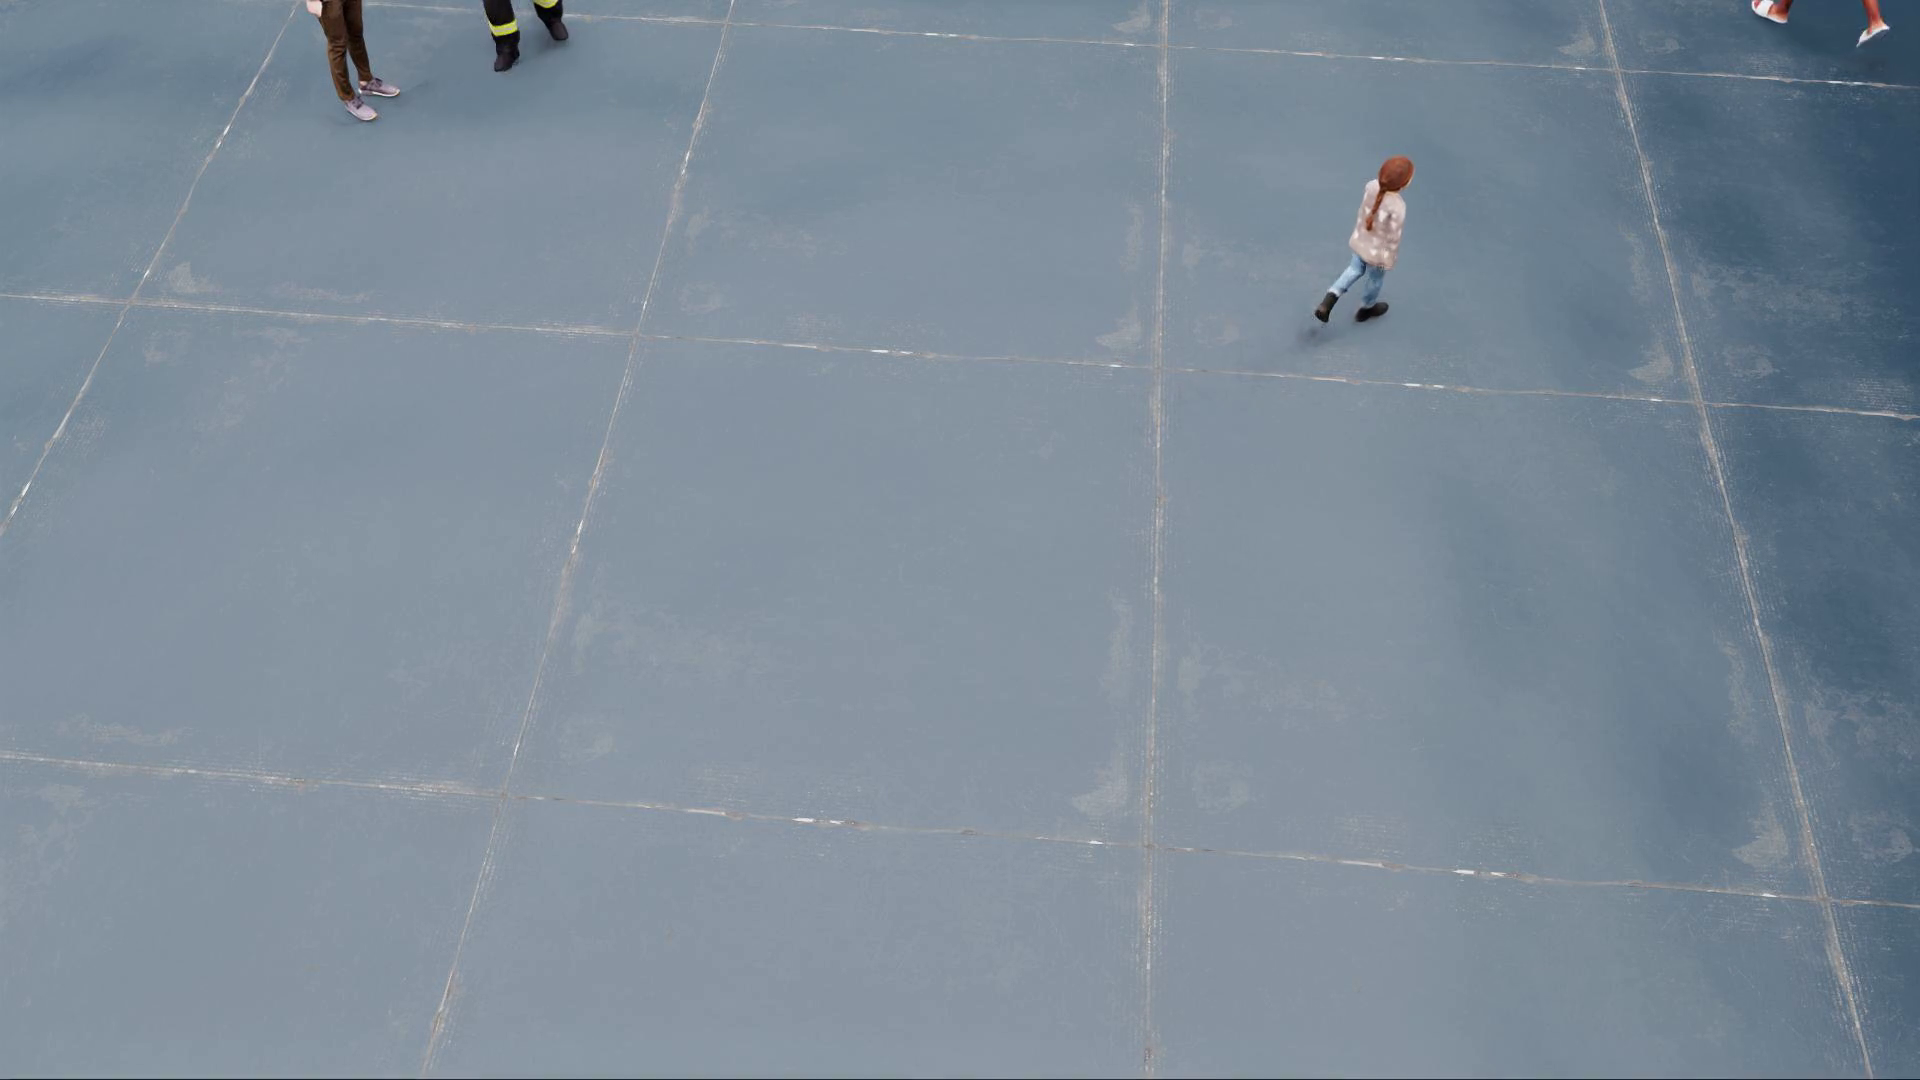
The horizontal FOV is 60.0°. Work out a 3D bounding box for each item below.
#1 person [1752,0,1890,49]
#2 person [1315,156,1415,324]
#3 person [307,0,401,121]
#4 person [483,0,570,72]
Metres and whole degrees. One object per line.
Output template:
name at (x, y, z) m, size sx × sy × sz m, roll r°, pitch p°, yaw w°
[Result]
person at (5.757, -3.923, 10.598) m, size 1.111 × 1.698 × 1.114 m, roll -30°, pitch 58°, yaw -21°
person at (2.235, -1.622, 9.141) m, size 0.812 × 1.184 × 0.715 m, roll -25°, pitch 56°, yaw -18°
person at (-3.845, -3.424, 10.143) m, size 0.628 × 1.807 × 0.685 m, roll 18°, pitch 54°, yaw 13°
person at (-2.914, -3.915, 10.486) m, size 0.922 × 1.866 × 0.998 m, roll -17°, pitch 54°, yaw -13°
